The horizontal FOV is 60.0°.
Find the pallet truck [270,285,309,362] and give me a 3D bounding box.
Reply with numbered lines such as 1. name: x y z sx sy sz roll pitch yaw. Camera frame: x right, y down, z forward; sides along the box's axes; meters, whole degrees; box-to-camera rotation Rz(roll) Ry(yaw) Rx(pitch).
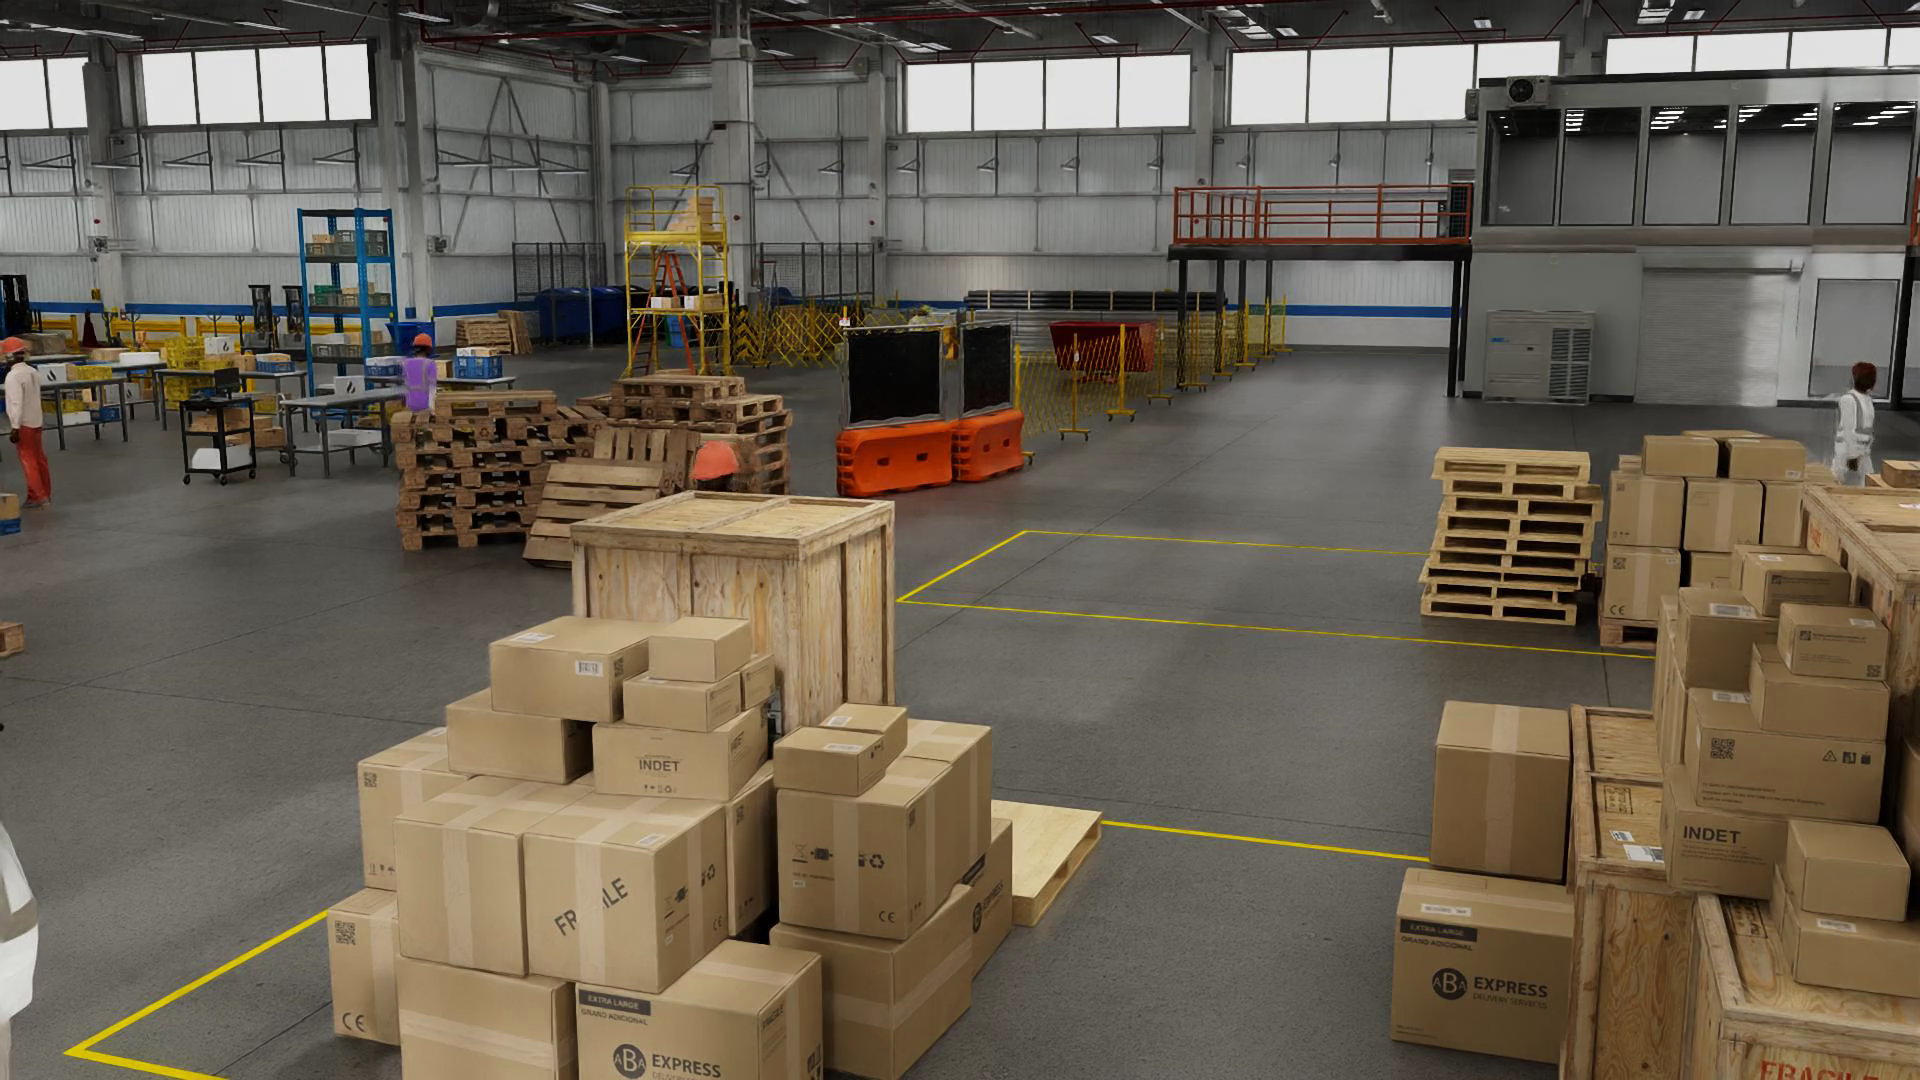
1. pallet truck: -17.147 -5.700 43.663 0.823 1.965 1.885 3 11 17

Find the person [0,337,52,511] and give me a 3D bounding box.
1. person: -10.716 -1.325 19.037 0.392 1.991 0.613 -1 10 -5

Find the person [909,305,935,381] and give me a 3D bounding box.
1. person: -0.835 -4.395 37.159 0.591 1.703 0.367 -1 10 -4

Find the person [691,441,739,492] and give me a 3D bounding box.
1. person: -1.349 0.362 9.743 0.566 1.912 0.526 10 14 43

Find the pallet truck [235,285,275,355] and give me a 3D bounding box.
1. pallet truck: -18.327 -5.835 44.421 0.823 1.965 1.885 4 11 23

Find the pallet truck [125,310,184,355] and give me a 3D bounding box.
1. pallet truck: -22.038 -5.665 45.457 0.704 1.261 1.522 3 11 17

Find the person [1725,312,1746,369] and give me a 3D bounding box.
1. person: 18.277 -4.726 39.202 0.494 1.624 0.279 5 11 28

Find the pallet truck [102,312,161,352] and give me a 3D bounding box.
1. pallet truck: -23.057 -5.777 46.261 0.680 1.201 1.601 3 11 19

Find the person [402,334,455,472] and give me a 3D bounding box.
1. person: -7.044 -1.769 21.887 0.552 1.870 1.020 4 11 21

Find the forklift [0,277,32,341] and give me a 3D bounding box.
1. forklift: -27.151 -6.329 46.328 1.157 1.987 2.680 3 11 17

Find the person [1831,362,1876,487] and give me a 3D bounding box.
1. person: 9.265 -0.926 17.254 0.596 1.835 1.003 -8 13 -37

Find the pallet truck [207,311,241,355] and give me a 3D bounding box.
1. pallet truck: -19.537 -5.575 44.913 0.653 1.274 1.630 3 11 19

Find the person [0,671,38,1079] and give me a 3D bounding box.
1. person: -2.722 1.256 4.576 0.361 1.965 0.613 -6 11 -28
